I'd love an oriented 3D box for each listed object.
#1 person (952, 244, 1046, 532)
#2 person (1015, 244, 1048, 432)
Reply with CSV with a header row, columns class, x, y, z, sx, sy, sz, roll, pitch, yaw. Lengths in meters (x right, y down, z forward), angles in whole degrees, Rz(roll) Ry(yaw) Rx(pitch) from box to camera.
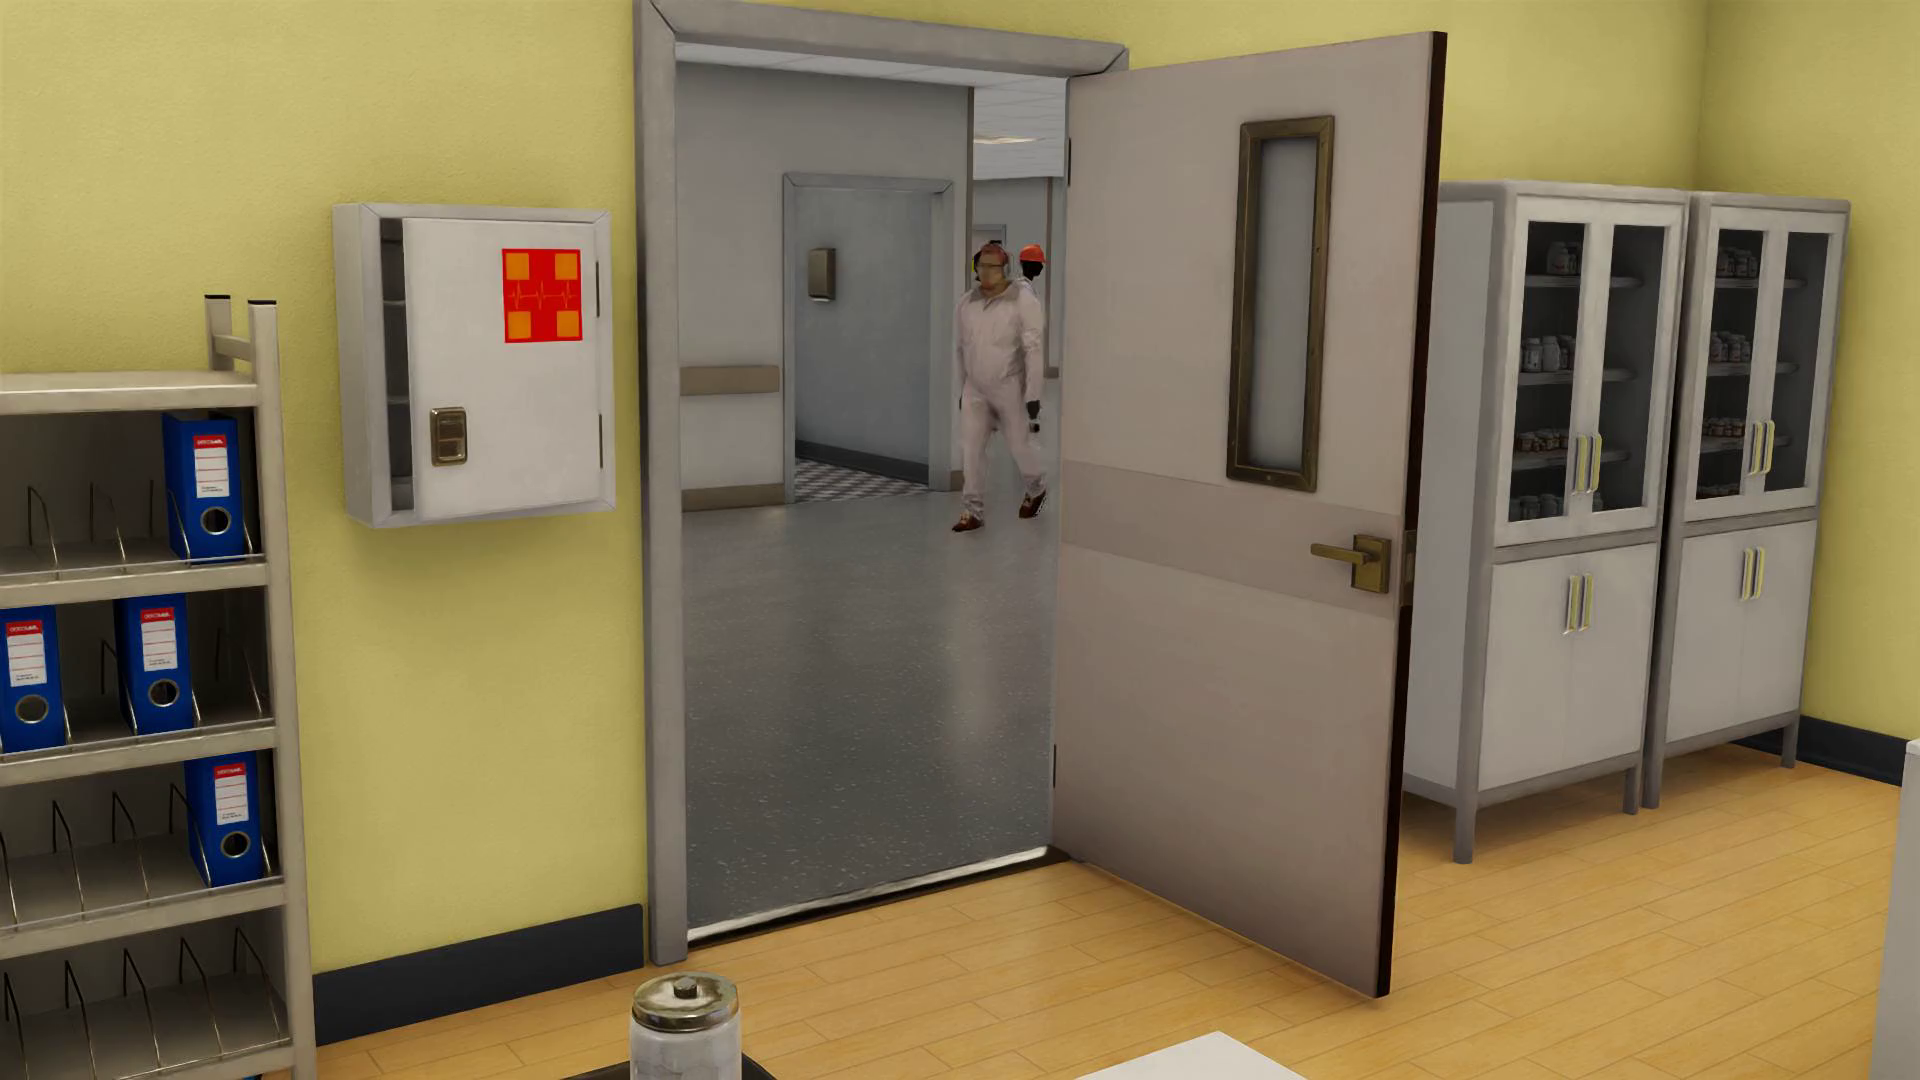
class,x,y,z,sx,sy,sz,roll,pitch,yaw
person,0.289,-1.014,10.994,0.655,1.870,0.944,6,11,29
person,0.699,-2.067,17.129,0.384,1.929,0.539,0,10,-3
